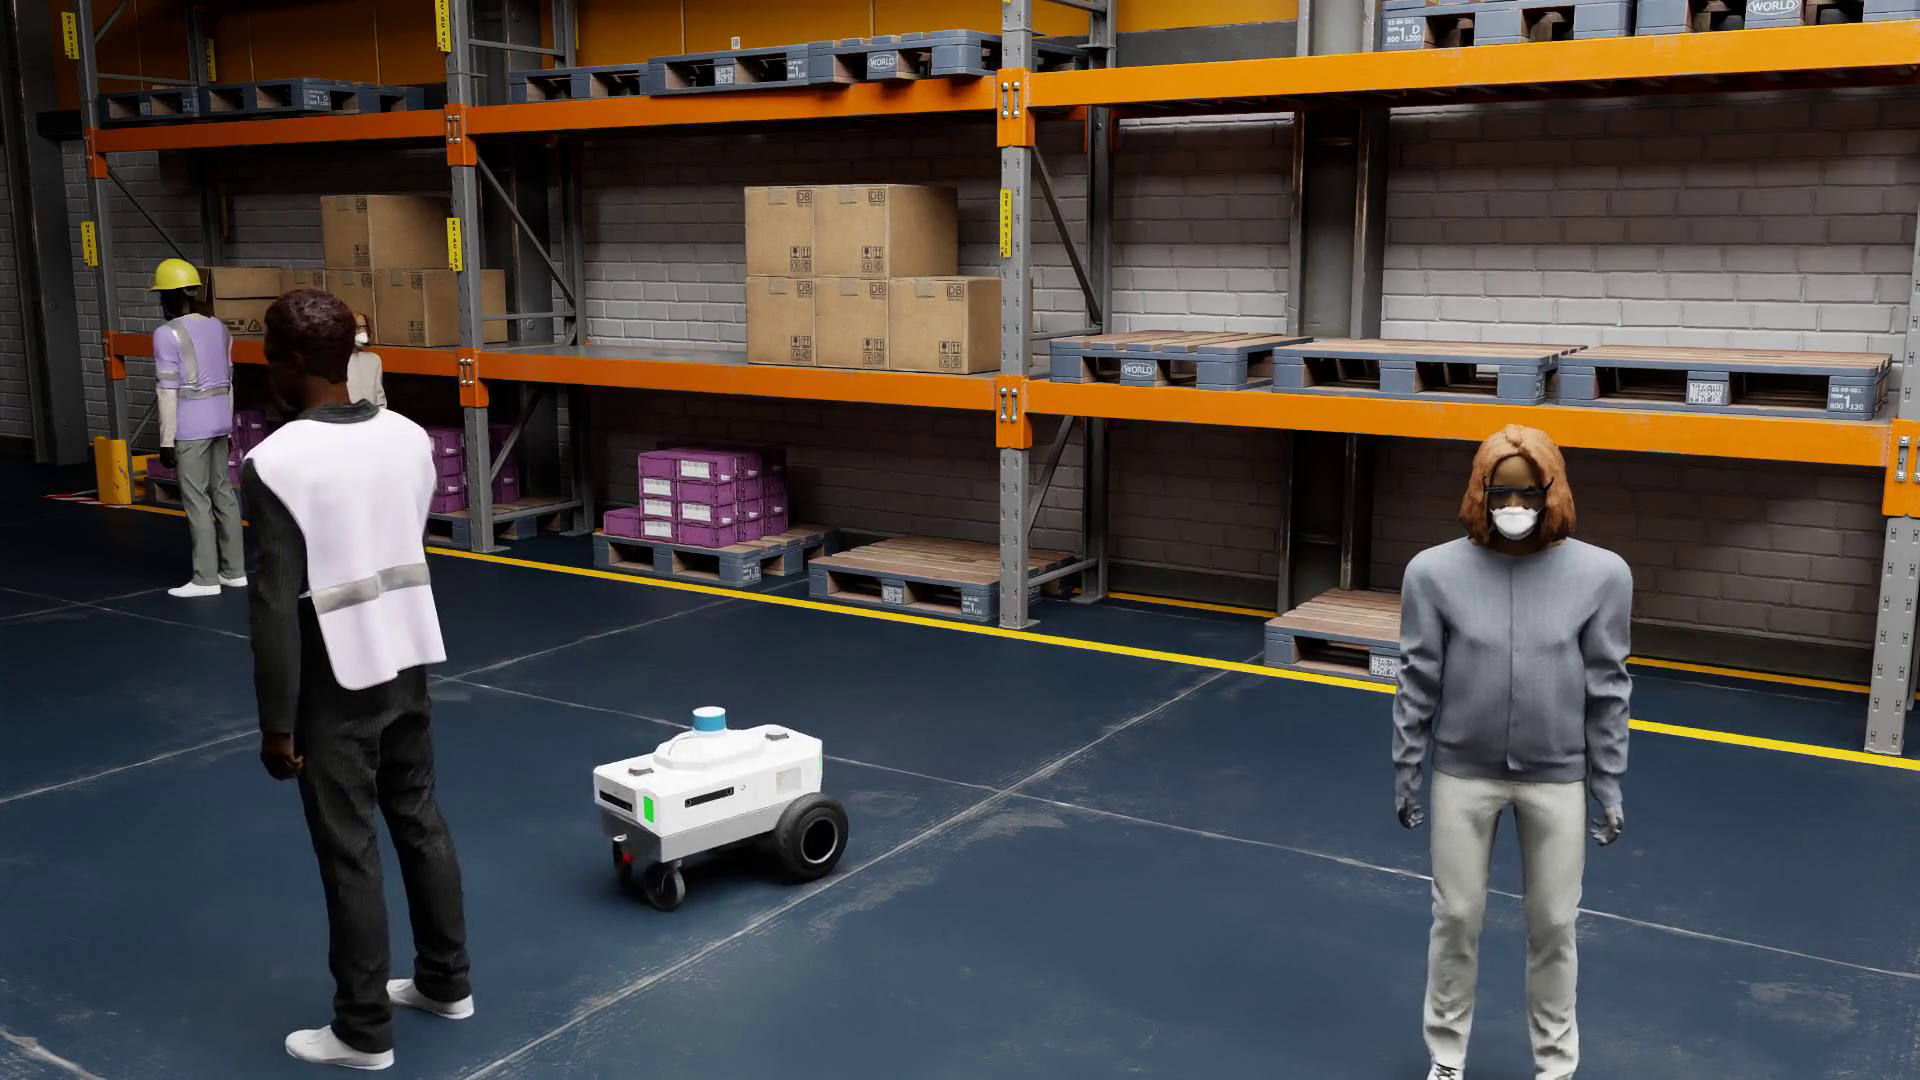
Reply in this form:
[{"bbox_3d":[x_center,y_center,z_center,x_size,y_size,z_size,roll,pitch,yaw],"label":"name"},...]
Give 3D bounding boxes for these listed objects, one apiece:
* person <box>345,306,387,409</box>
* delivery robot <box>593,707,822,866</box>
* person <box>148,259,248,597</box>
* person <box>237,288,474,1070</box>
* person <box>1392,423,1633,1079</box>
[{"bbox_3d":[-3.704,-0.614,10.186,0.279,1.625,0.497,5,12,28],"label":"person"},{"bbox_3d":[-0.783,0.769,5.227,0.707,0.478,0.477,-10,14,-43],"label":"delivery robot"},{"bbox_3d":[-4.372,-0.633,9.491,0.401,1.918,0.588,2,10,12],"label":"person"},{"bbox_3d":[-1.489,0.344,4.110,0.405,1.909,0.589,4,11,22],"label":"person"},{"bbox_3d":[1.233,0.547,3.763,0.506,1.623,0.292,3,11,15],"label":"person"}]
